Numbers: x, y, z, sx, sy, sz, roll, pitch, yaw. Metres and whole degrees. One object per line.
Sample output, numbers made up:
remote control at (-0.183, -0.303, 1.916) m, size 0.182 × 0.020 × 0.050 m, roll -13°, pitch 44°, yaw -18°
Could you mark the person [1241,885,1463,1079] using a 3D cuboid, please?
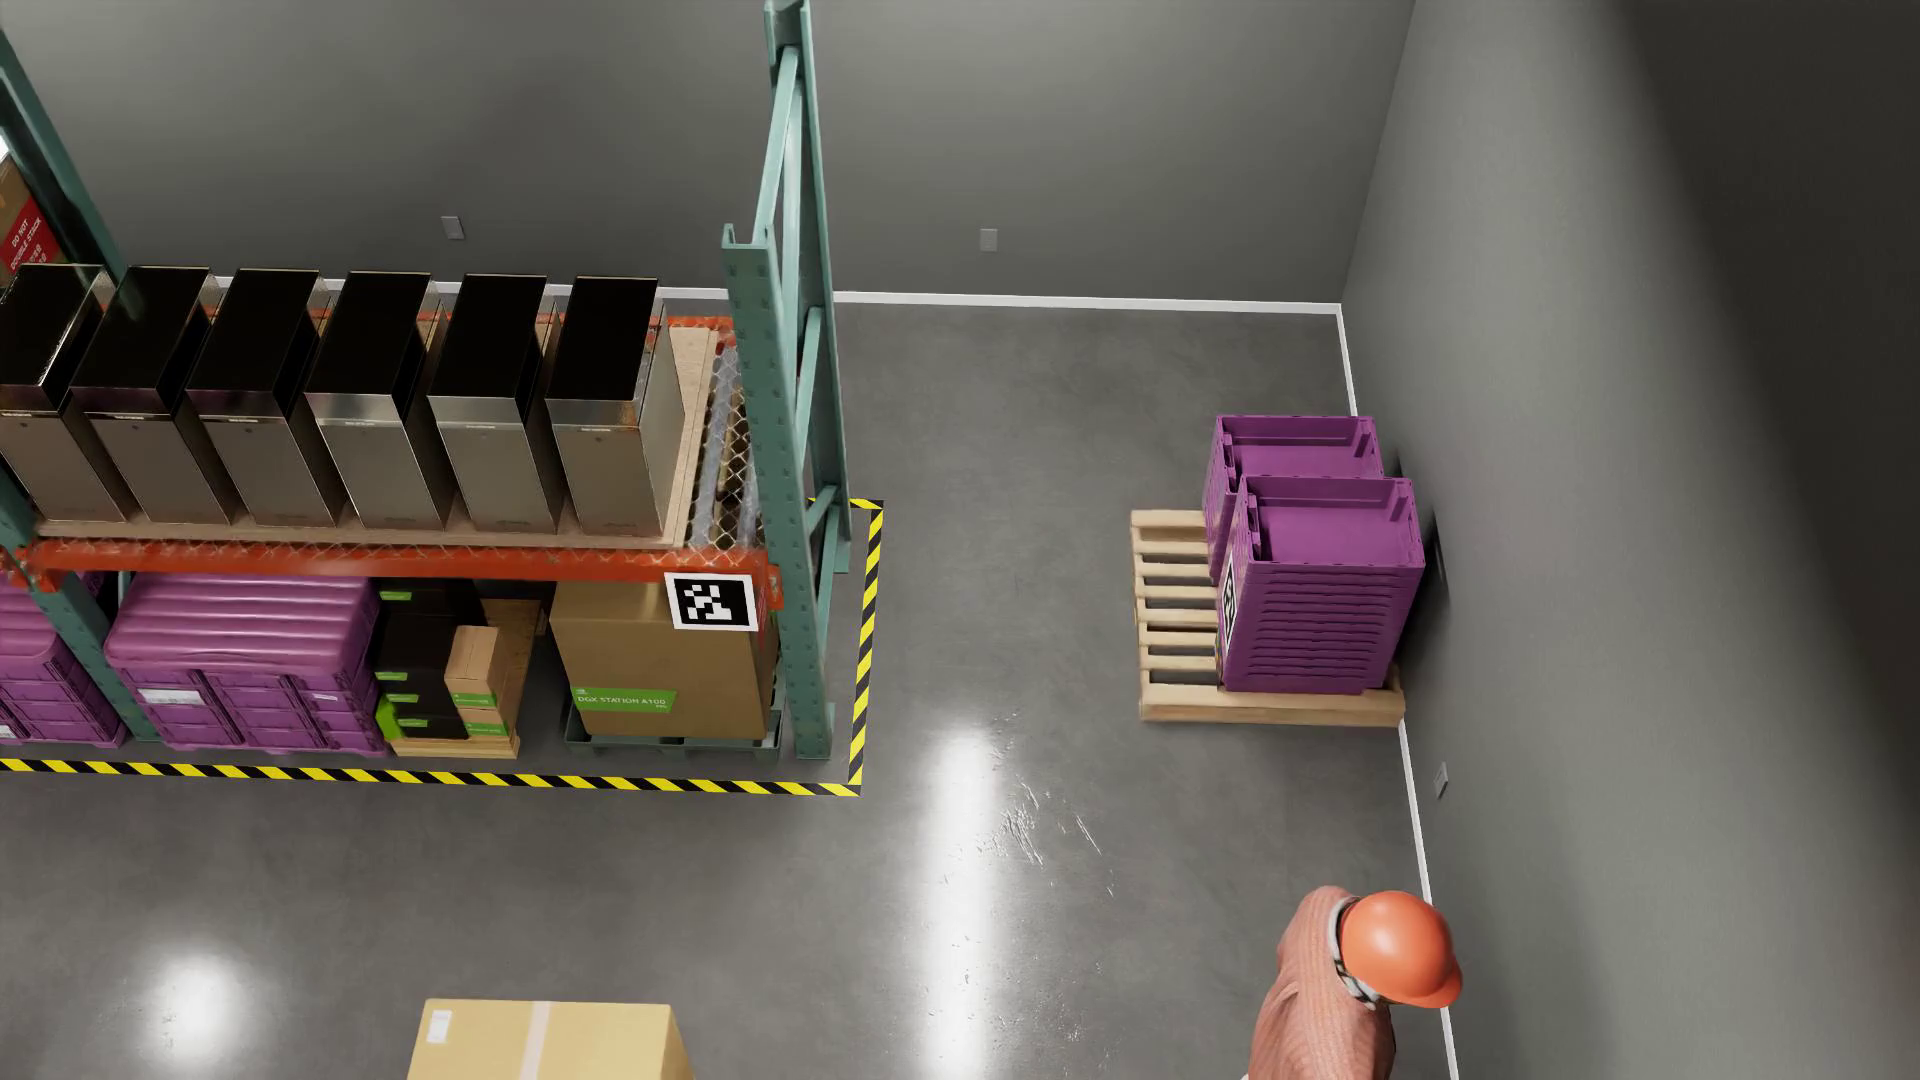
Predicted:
person at (0.970, 1.463, 4.514) m, size 0.397 × 1.986 × 0.623 m, roll 1°, pitch 52°, yaw 1°
